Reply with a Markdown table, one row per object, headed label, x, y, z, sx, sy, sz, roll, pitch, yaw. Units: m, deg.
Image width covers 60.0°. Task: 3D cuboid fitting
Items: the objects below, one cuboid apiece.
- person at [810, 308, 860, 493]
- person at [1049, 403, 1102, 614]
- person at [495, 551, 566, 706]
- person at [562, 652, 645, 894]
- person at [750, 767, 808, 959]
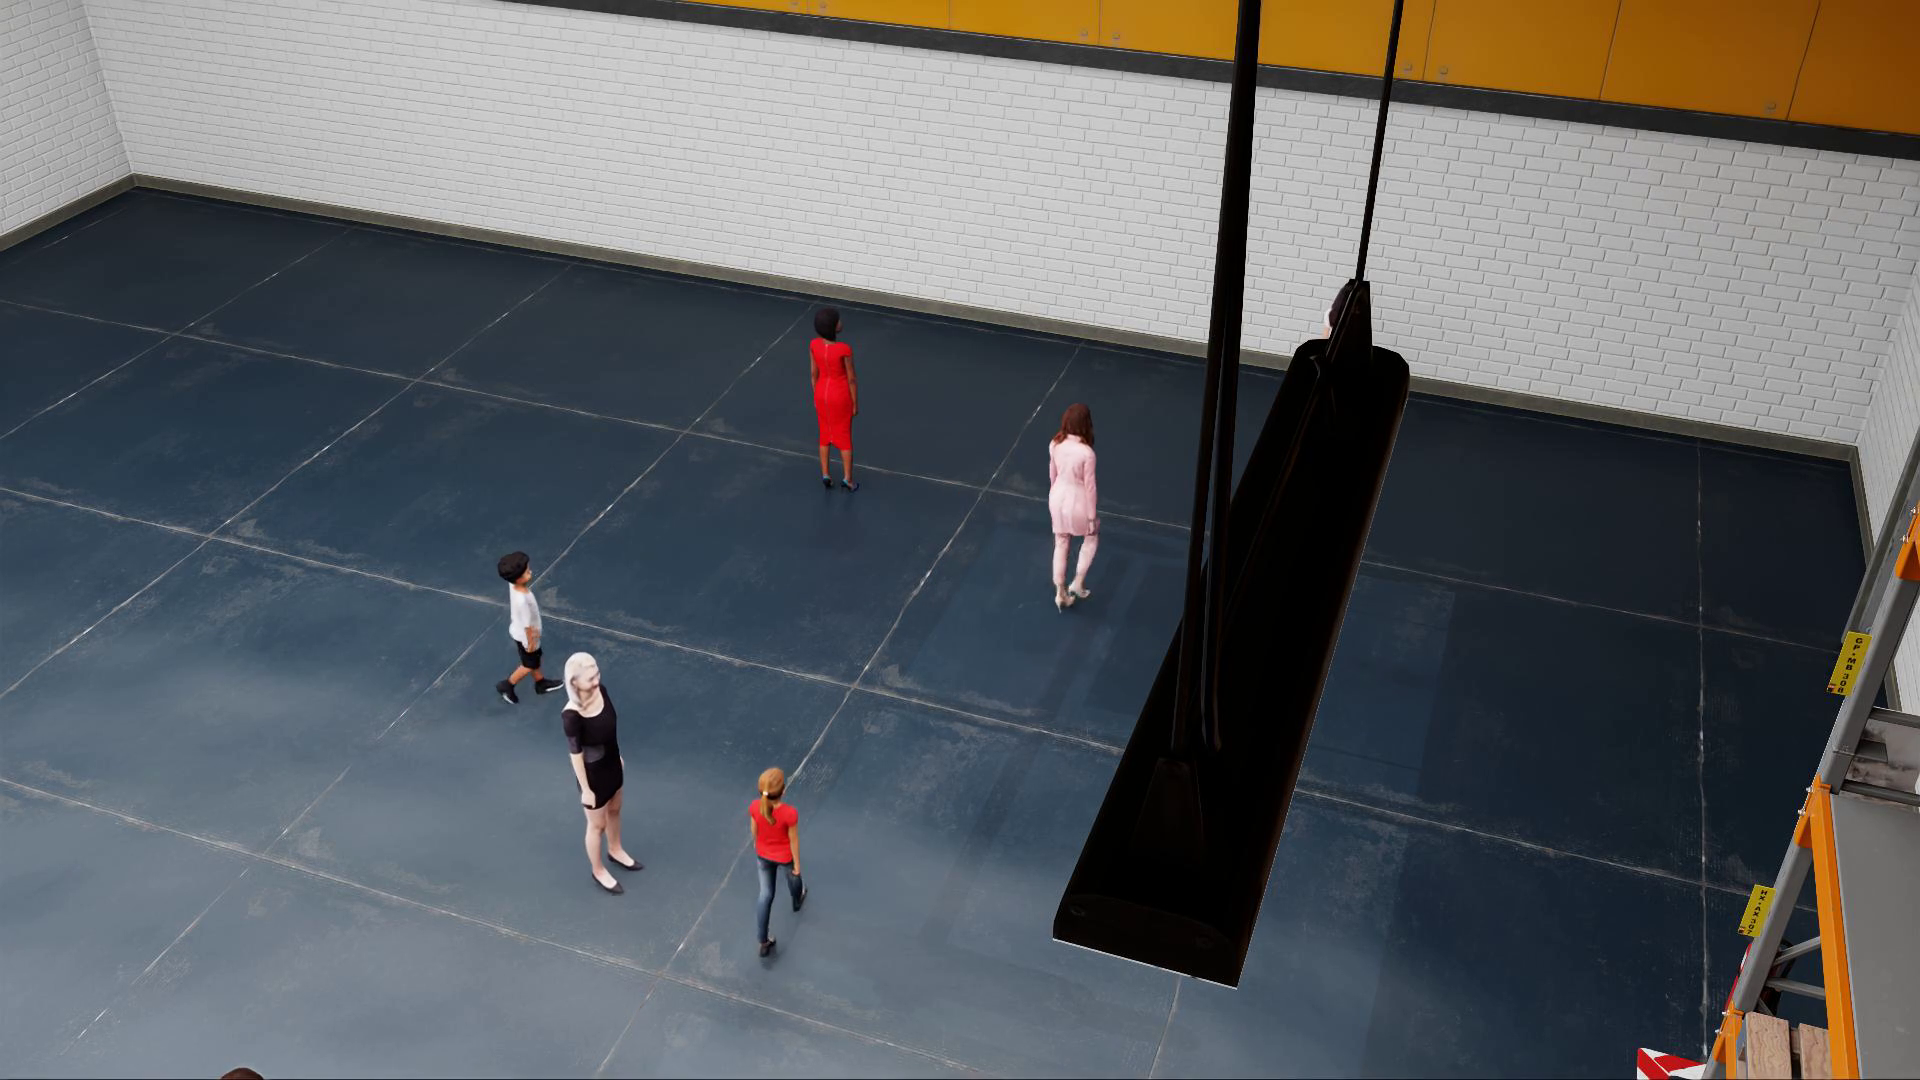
| label | x | y | z | sx | sy | sz | roll | pitch | yaw |
| --- | --- | --- | --- | --- | --- | --- | --- | --- | --- |
| person | -1.097 | -1.195 | 14.399 | 0.578 | 1.744 | 0.514 | 14 | 36 | 20 |
| person | 0.815 | -0.192 | 12.852 | 0.723 | 1.786 | 0.728 | 22 | 40 | 30 |
| person | -3.204 | 0.654 | 12.063 | 0.801 | 1.251 | 0.737 | -15 | 37 | -22 |
| person | -2.267 | 1.437 | 10.360 | 0.630 | 1.832 | 0.416 | 11 | 35 | 16 |
| person | -1.139 | 1.956 | 10.074 | 0.552 | 1.284 | 0.909 | 8 | 34 | 12 |
